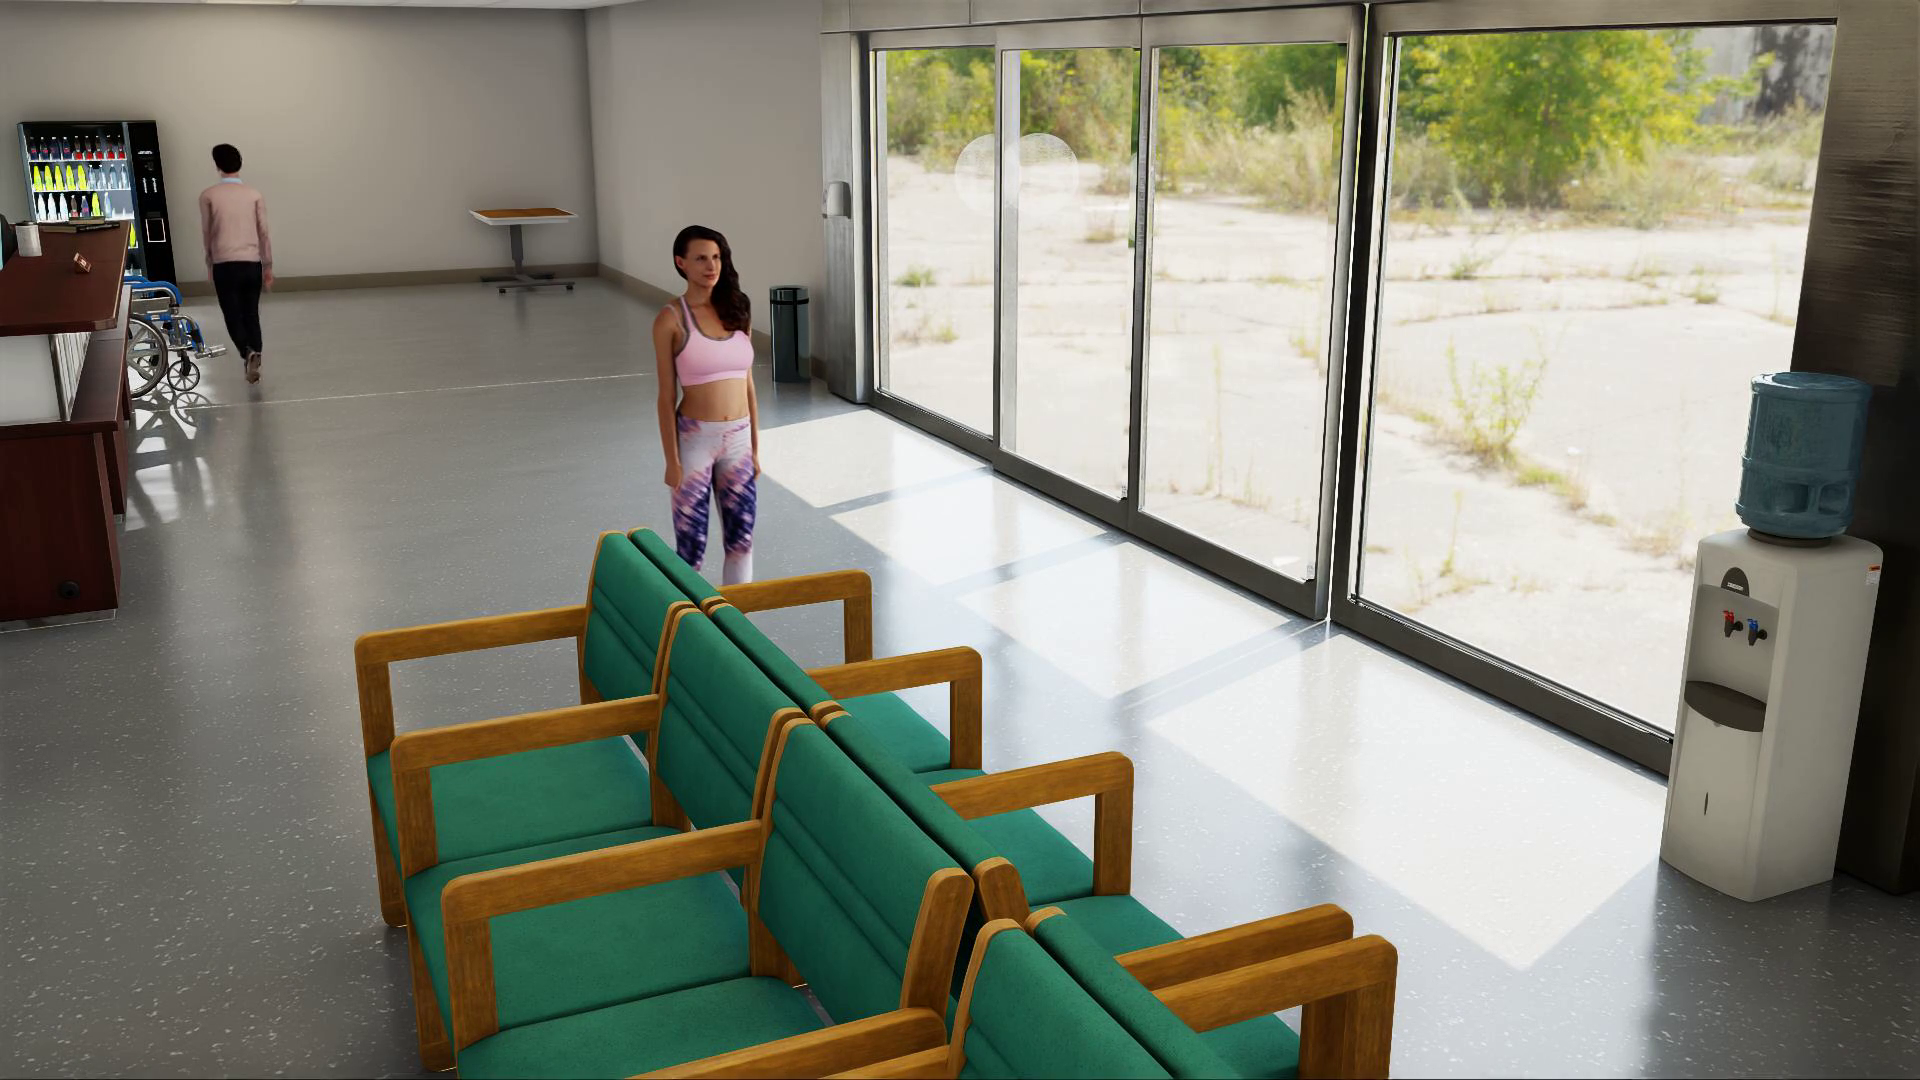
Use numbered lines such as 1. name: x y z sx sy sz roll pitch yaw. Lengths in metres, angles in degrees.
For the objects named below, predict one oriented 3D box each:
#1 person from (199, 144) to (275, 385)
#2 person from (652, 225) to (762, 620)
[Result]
1. person: -5.363 -2.003 12.345 0.971 1.786 0.753 -9 18 -30
2. person: -0.967 -0.332 6.445 0.542 1.769 0.683 -13 20 -38
